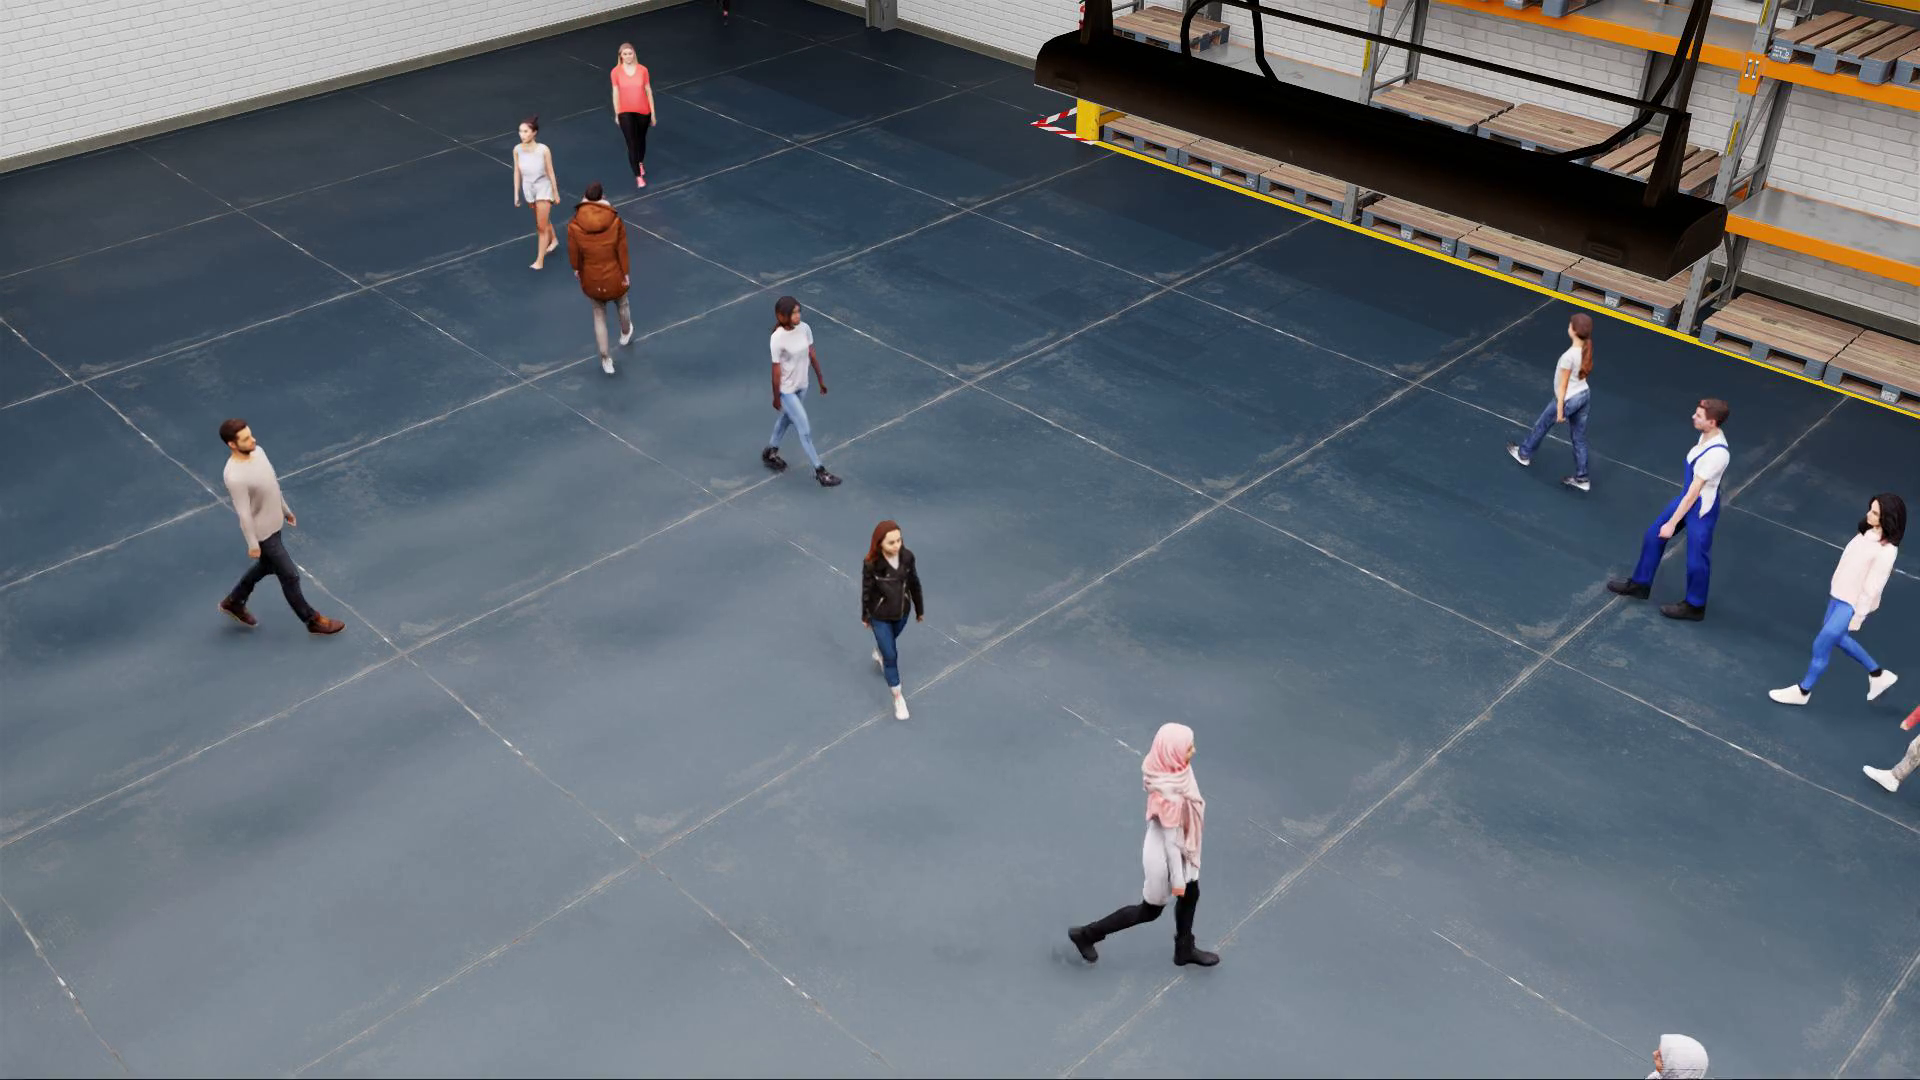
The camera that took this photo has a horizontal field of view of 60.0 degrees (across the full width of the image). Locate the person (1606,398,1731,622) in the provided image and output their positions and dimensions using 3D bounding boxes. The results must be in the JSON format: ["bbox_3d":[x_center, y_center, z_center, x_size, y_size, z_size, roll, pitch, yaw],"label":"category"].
[{"bbox_3d":[5.497,-0.184,12.185,1.055,1.826,0.914,7,34,10],"label":"person"}]

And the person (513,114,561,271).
[{"bbox_3d":[-4.477,-3.738,17.769,1.074,1.563,1.000,8,34,12],"label":"person"}]

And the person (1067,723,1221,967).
[{"bbox_3d":[1.055,1.773,9.286,1.197,1.775,1.064,4,34,5],"label":"person"}]

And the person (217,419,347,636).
[{"bbox_3d":[-5.094,-0.076,12.009,1.163,1.841,1.161,-3,34,-4],"label":"person"}]

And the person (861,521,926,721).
[{"bbox_3d":[-0.516,0.454,11.567,0.761,1.447,1.046,-17,37,-24],"label":"person"}]

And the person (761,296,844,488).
[{"bbox_3d":[-1.458,-1.266,13.949,1.183,1.676,0.766,19,38,27],"label":"person"}]

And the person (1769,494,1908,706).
[{"bbox_3d":[6.140,0.443,11.309,1.125,1.752,0.954,8,34,12],"label":"person"}]

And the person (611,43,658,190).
[{"bbox_3d":[-3.849,-5.029,19.641,0.950,1.641,1.206,-11,35,-15],"label":"person"}]

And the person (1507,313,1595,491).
[{"bbox_3d":[5.149,-1.132,13.886,0.716,1.522,1.118,-18,38,-25],"label":"person"}]

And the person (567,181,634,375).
[{"bbox_3d":[-3.343,-2.414,15.568,1.095,1.795,1.202,-4,34,-7],"label":"person"}]
